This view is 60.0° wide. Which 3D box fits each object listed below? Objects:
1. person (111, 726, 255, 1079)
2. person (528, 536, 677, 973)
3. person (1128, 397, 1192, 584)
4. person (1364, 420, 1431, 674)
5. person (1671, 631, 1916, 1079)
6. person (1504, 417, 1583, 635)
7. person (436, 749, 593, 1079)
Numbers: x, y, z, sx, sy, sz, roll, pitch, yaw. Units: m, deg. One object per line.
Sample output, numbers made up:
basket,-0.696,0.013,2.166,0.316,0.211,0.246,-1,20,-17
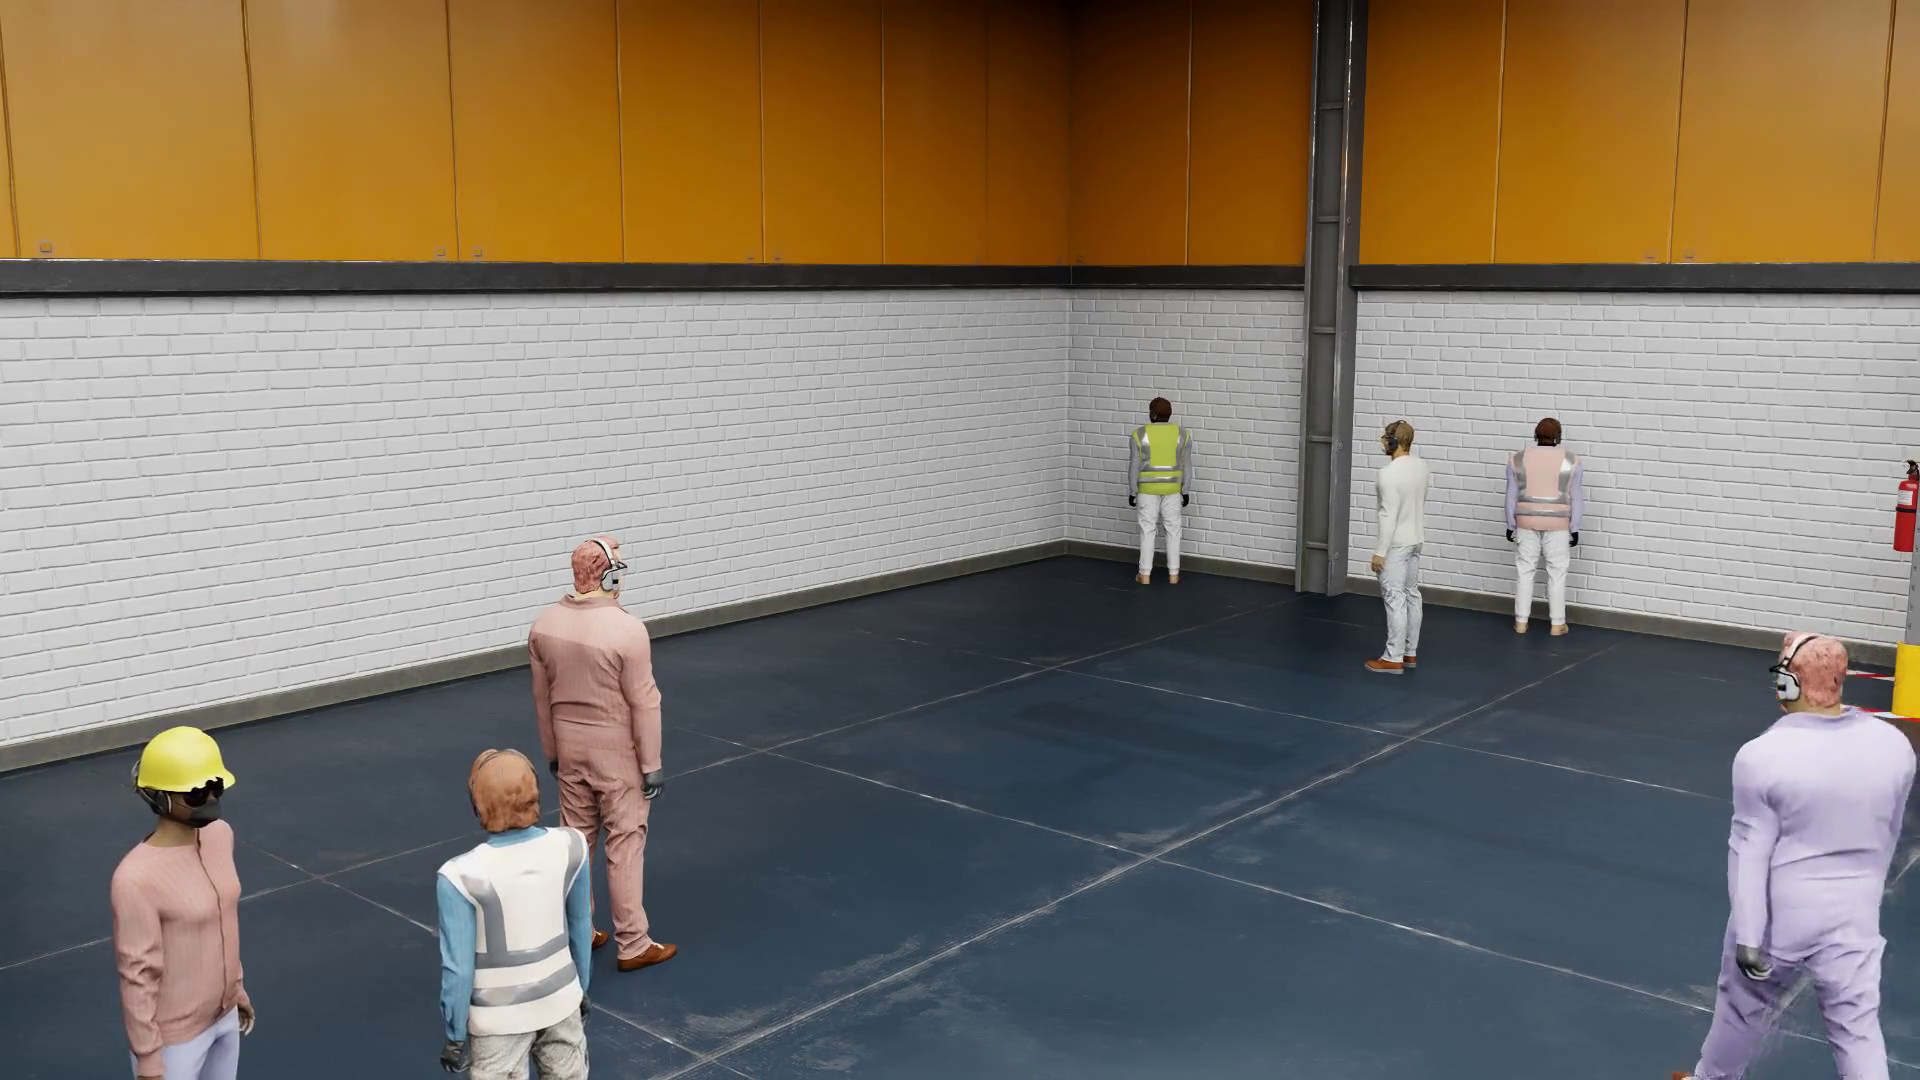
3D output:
person,-2.205,1.397,4.809,0.326,1.766,0.533,1,9,6
person,-1.551,0.931,7.287,0.639,1.911,0.406,5,10,27
person,1.958,-0.481,16.359,0.634,1.843,0.429,-1,9,-5
person,3.341,0.053,12.704,0.371,1.940,0.627,8,12,41
person,2.851,1.224,5.612,0.647,1.864,0.959,0,9,-2
person,4.929,-0.115,14.067,0.624,1.844,0.430,4,10,26
person,-1.319,1.432,4.993,0.314,1.636,0.516,8,12,43
